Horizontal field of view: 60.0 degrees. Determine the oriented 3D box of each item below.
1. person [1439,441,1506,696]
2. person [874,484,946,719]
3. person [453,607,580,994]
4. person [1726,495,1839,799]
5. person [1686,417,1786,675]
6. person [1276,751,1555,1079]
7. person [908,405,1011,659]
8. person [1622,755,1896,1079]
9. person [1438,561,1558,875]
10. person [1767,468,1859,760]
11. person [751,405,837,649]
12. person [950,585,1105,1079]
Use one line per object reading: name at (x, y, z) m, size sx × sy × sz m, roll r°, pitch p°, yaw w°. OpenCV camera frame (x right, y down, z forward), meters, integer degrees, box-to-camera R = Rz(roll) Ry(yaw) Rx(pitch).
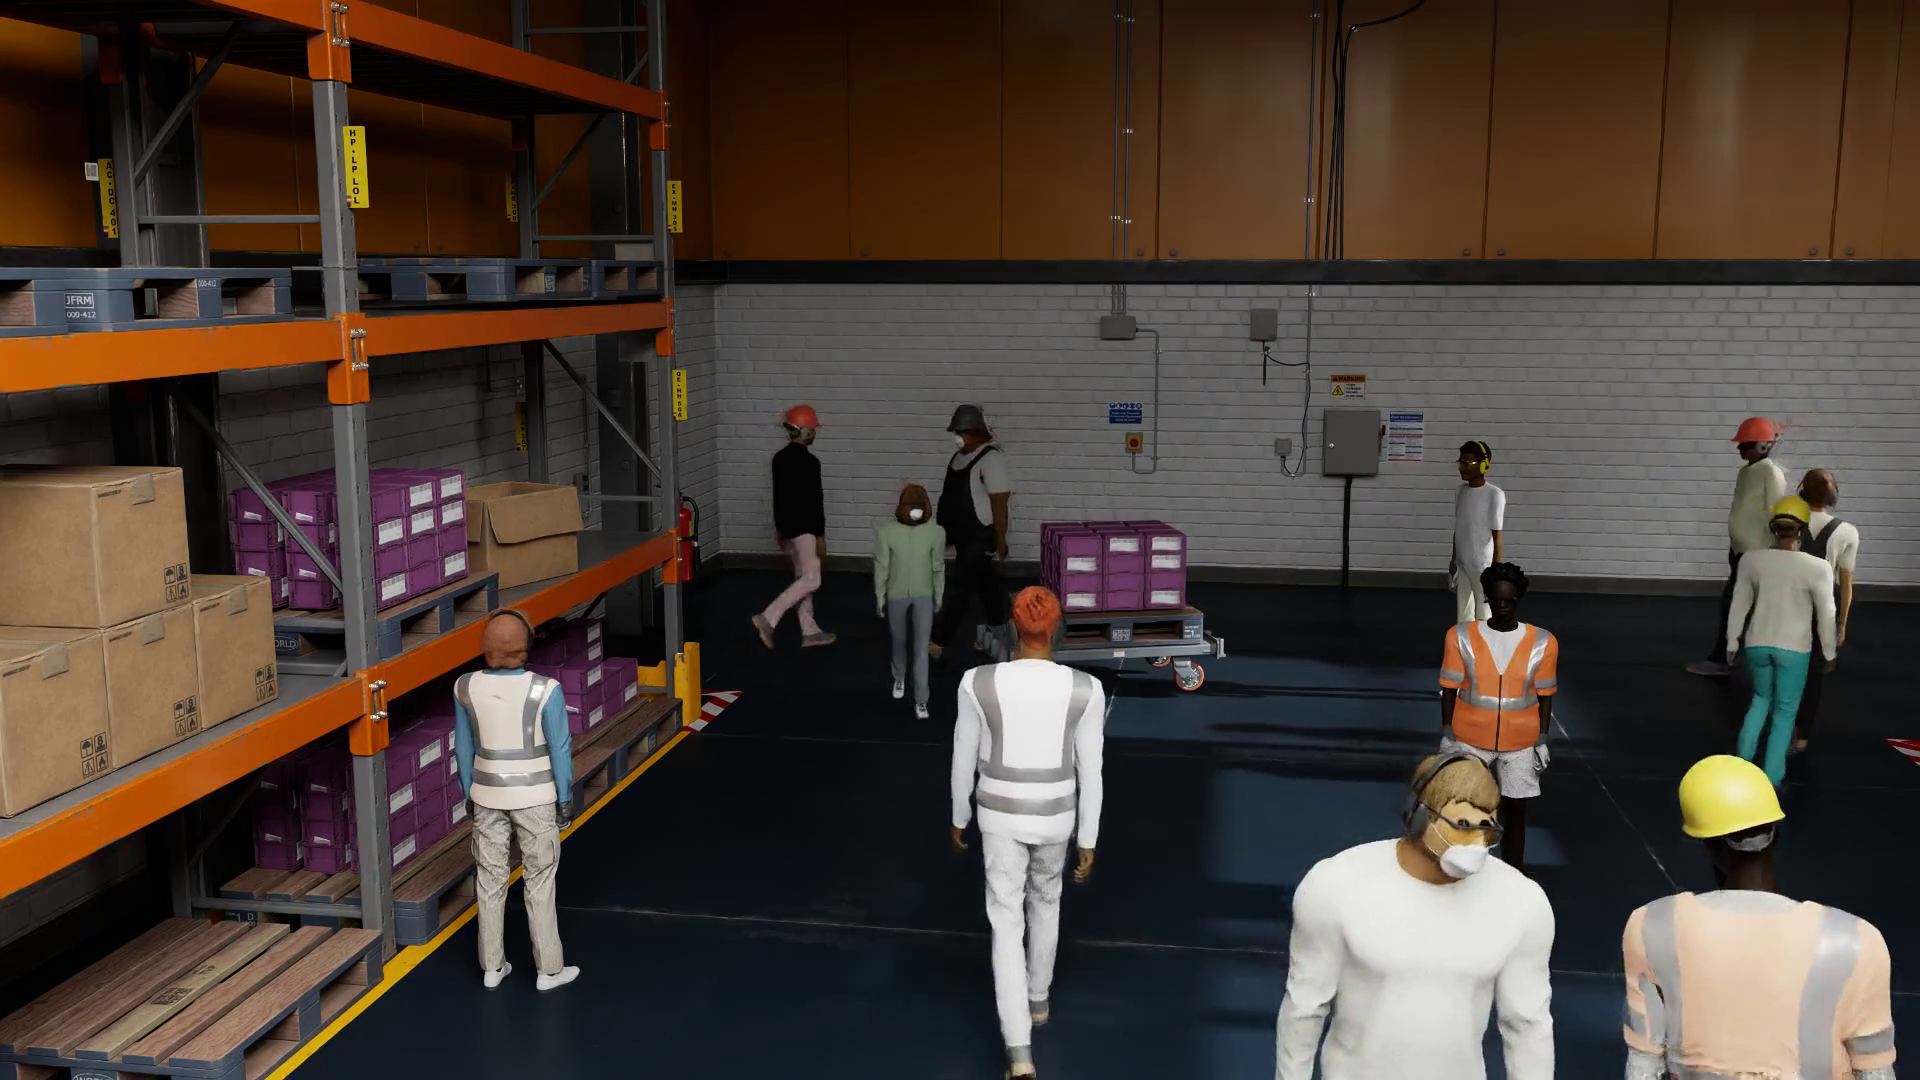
person at (3.600, 0.232, 11.657) m, size 0.323 × 1.855 × 0.510 m, roll -4°, pitch 10°, yaw -21°
person at (-0.346, 0.387, 11.515) m, size 0.503 × 1.584 × 0.891 m, roll -1°, pitch 9°, yaw -5°
person at (-1.862, 1.093, 6.972) m, size 0.515 × 1.645 × 0.309 m, roll 2°, pitch 9°, yaw 10°
person at (4.717, 0.620, 9.573) m, size 0.403 × 1.750 × 0.541 m, roll -7°, pitch 12°, yaw -37°
person at (5.996, 0.054, 12.412) m, size 0.929 × 1.964 × 0.629 m, roll 1°, pitch 9°, yaw 5°
person at (1.117, 1.444, 4.024) m, size 0.650 × 1.896 × 0.936 m, roll 0°, pitch 9°, yaw 1°
person at (-0.004, -0.089, 13.046) m, size 1.009 × 2.000 × 0.708 m, roll -4°, pitch 10°, yaw -24°
person at (1.861, 1.465, 3.970) m, size 0.610 × 1.876 × 0.886 m, roll 8°, pitch 12°, yaw 39°
person at (2.502, 0.936, 7.782) m, size 0.535 × 1.697 × 0.318 m, roll 2°, pitch 9°, yaw 13°
person at (5.228, 0.469, 10.281) m, size 0.514 × 1.828 × 0.751 m, roll 4°, pitch 10°, yaw 21°
person at (-1.326, -0.086, 13.213) m, size 0.757 × 1.974 × 0.634 m, roll -6°, pitch 11°, yaw -34°
person at (0.263, 1.093, 6.372) m, size 0.579 × 1.845 × 0.954 m, roll -1°, pitch 9°, yaw -4°
